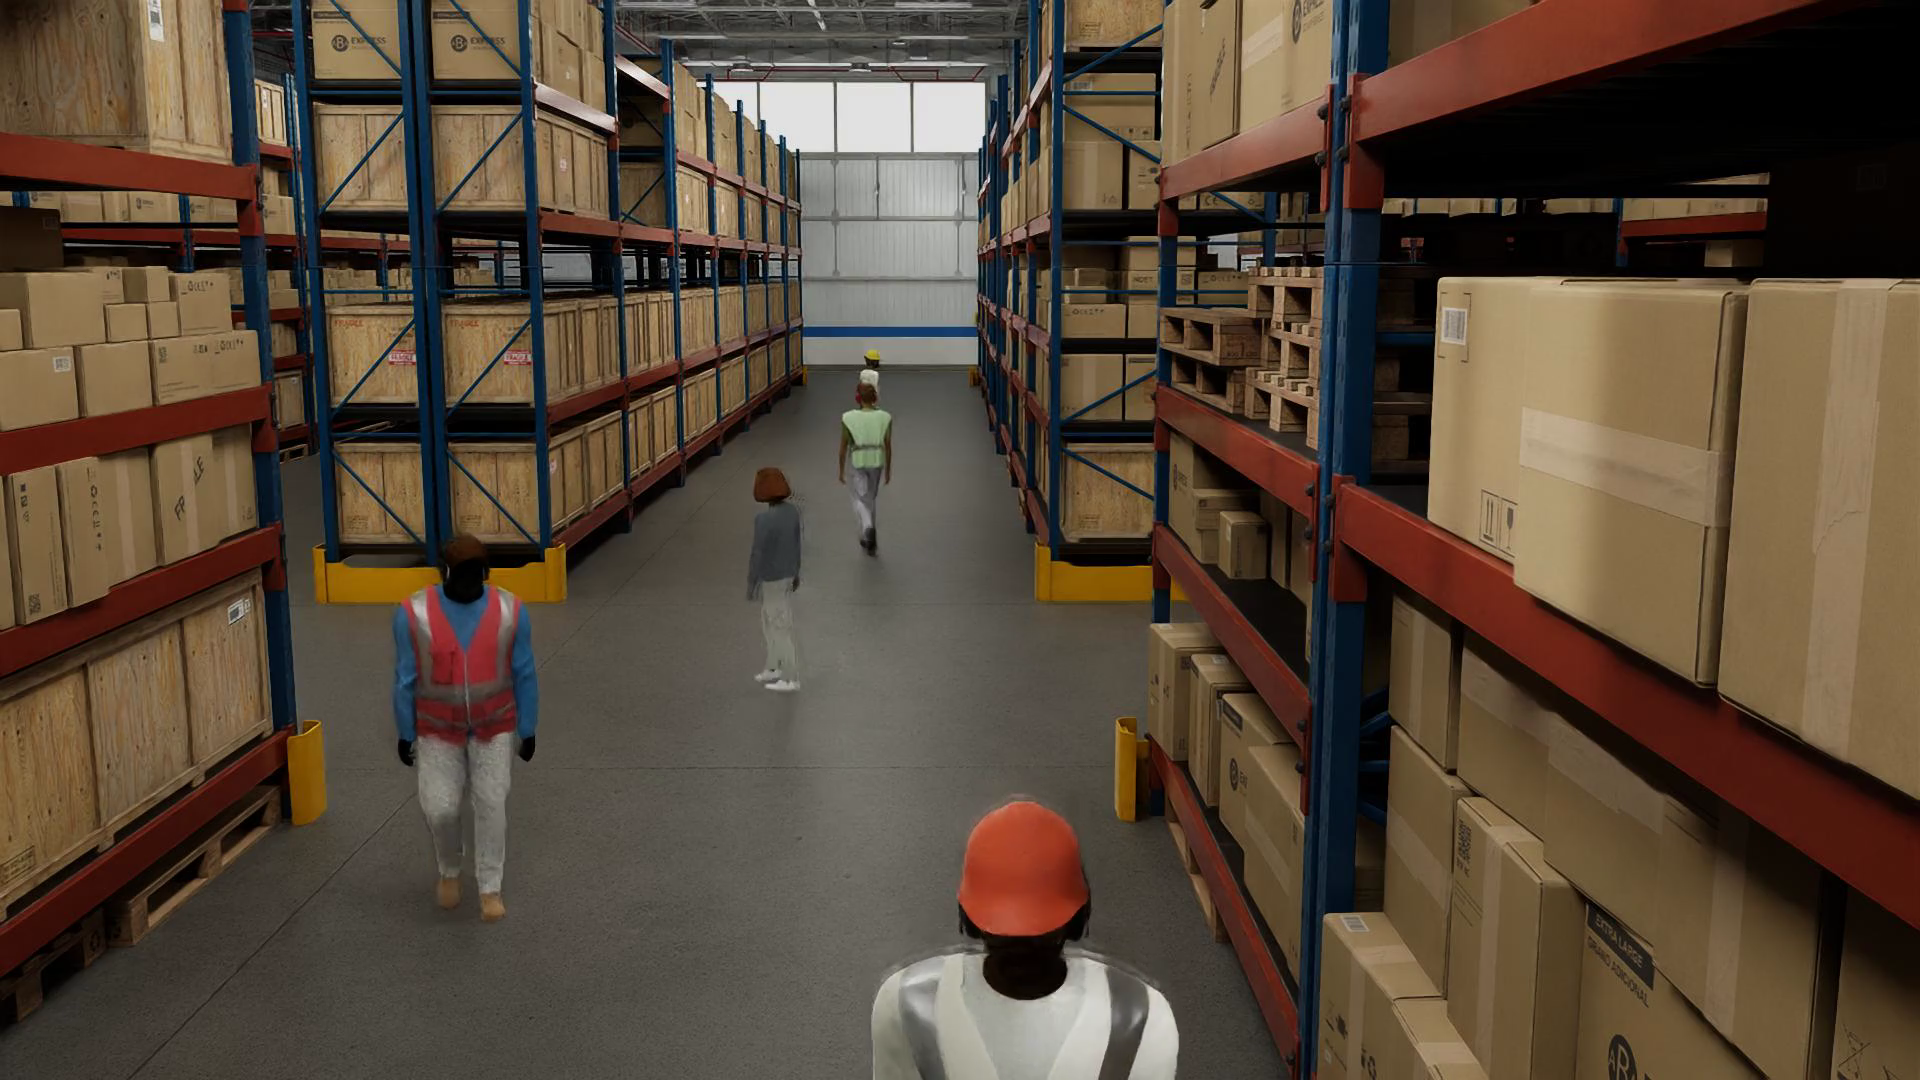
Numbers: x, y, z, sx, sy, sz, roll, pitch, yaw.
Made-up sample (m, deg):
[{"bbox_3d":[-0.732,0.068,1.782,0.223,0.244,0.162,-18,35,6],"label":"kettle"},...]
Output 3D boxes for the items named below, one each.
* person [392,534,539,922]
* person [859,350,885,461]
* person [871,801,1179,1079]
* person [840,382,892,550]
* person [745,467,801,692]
[{"bbox_3d":[-2.279,0.874,7.722,0.648,1.823,0.451,-4,10,-21],"label":"person"},{"bbox_3d":[-1.394,-2.113,26.228,0.328,1.765,0.528,-6,11,-33],"label":"person"},{"bbox_3d":[0.125,1.512,3.207,0.637,2.018,0.824,0,9,1],"label":"person"},{"bbox_3d":[-0.997,-0.785,17.900,0.575,1.822,0.732,-3,10,-19],"label":"person"},{"bbox_3d":[-1.395,0.283,11.956,0.559,1.613,0.521,4,10,23],"label":"person"}]
